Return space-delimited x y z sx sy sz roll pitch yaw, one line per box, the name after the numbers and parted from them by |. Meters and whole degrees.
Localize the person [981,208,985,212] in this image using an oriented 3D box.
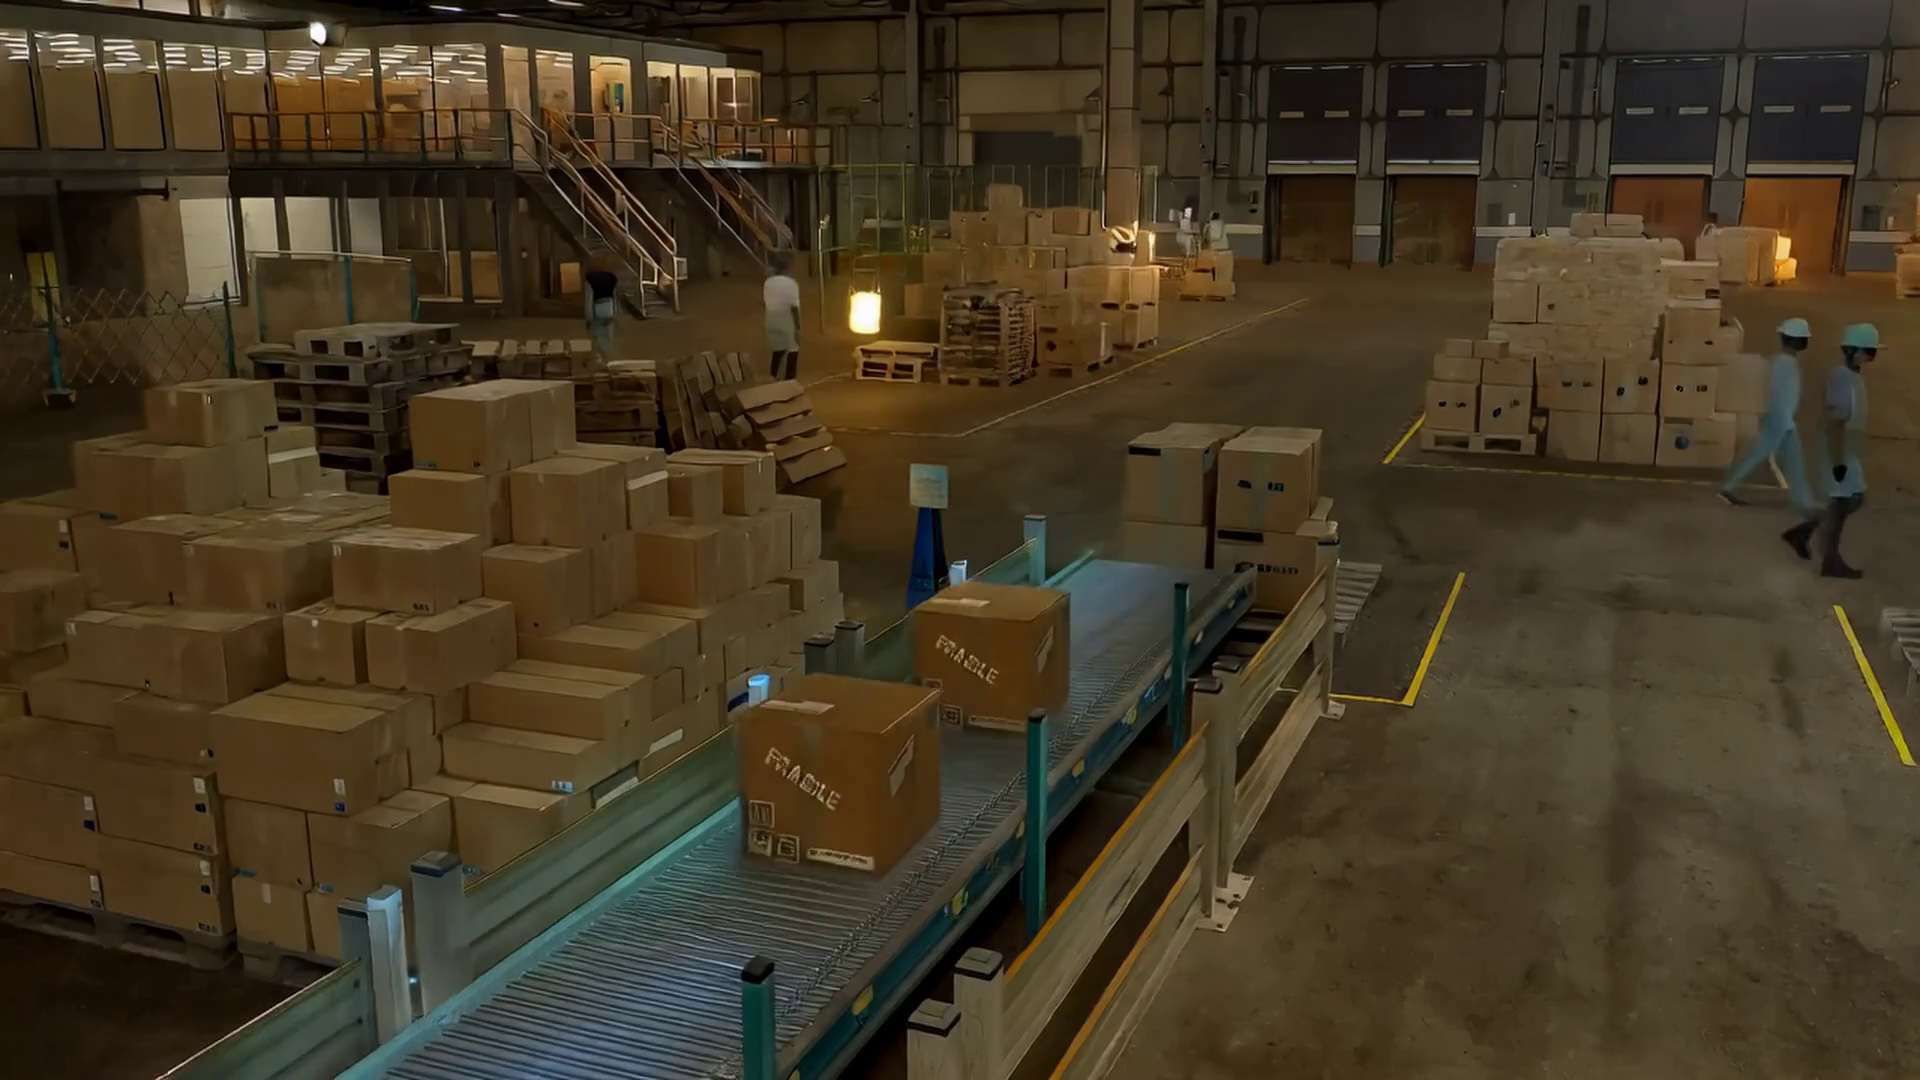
0.777 -8.889 49.286 0.917 1.904 0.543 -12 17 -43 | person

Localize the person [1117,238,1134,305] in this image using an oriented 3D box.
3.253 -5.049 32.532 0.798 1.686 0.485 -4 13 -19 | person

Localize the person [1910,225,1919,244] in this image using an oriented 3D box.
25.267 -7.622 43.645 0.592 1.880 0.971 4 13 16 | person

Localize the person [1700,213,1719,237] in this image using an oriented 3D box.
20.673 -8.042 45.666 0.778 1.809 0.634 0 13 0 | person

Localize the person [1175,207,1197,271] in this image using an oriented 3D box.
6.582 -8.723 48.464 0.619 1.932 0.570 2 13 10 | person

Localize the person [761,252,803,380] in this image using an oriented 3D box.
-2.330 -2.801 21.883 0.681 1.944 0.431 10 16 38 | person

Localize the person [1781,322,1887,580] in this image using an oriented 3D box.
6.508 -0.665 12.339 0.499 1.918 0.560 9 15 34 | person

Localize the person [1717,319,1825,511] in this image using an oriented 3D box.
7.294 -1.111 14.802 0.927 1.721 0.534 7 14 27 | person

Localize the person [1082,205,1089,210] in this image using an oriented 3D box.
3.746 -9.034 49.745 0.620 1.978 0.461 11 17 41 | person

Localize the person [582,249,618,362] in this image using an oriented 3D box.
-5.153 -3.165 23.624 0.799 1.886 0.617 10 16 38 | person

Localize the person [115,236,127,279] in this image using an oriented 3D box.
-22.379 -7.655 44.359 0.582 1.613 0.497 5 14 21 | person

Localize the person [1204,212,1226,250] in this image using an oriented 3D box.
7.308 -8.477 47.640 0.633 1.815 0.635 2 13 8 | person
